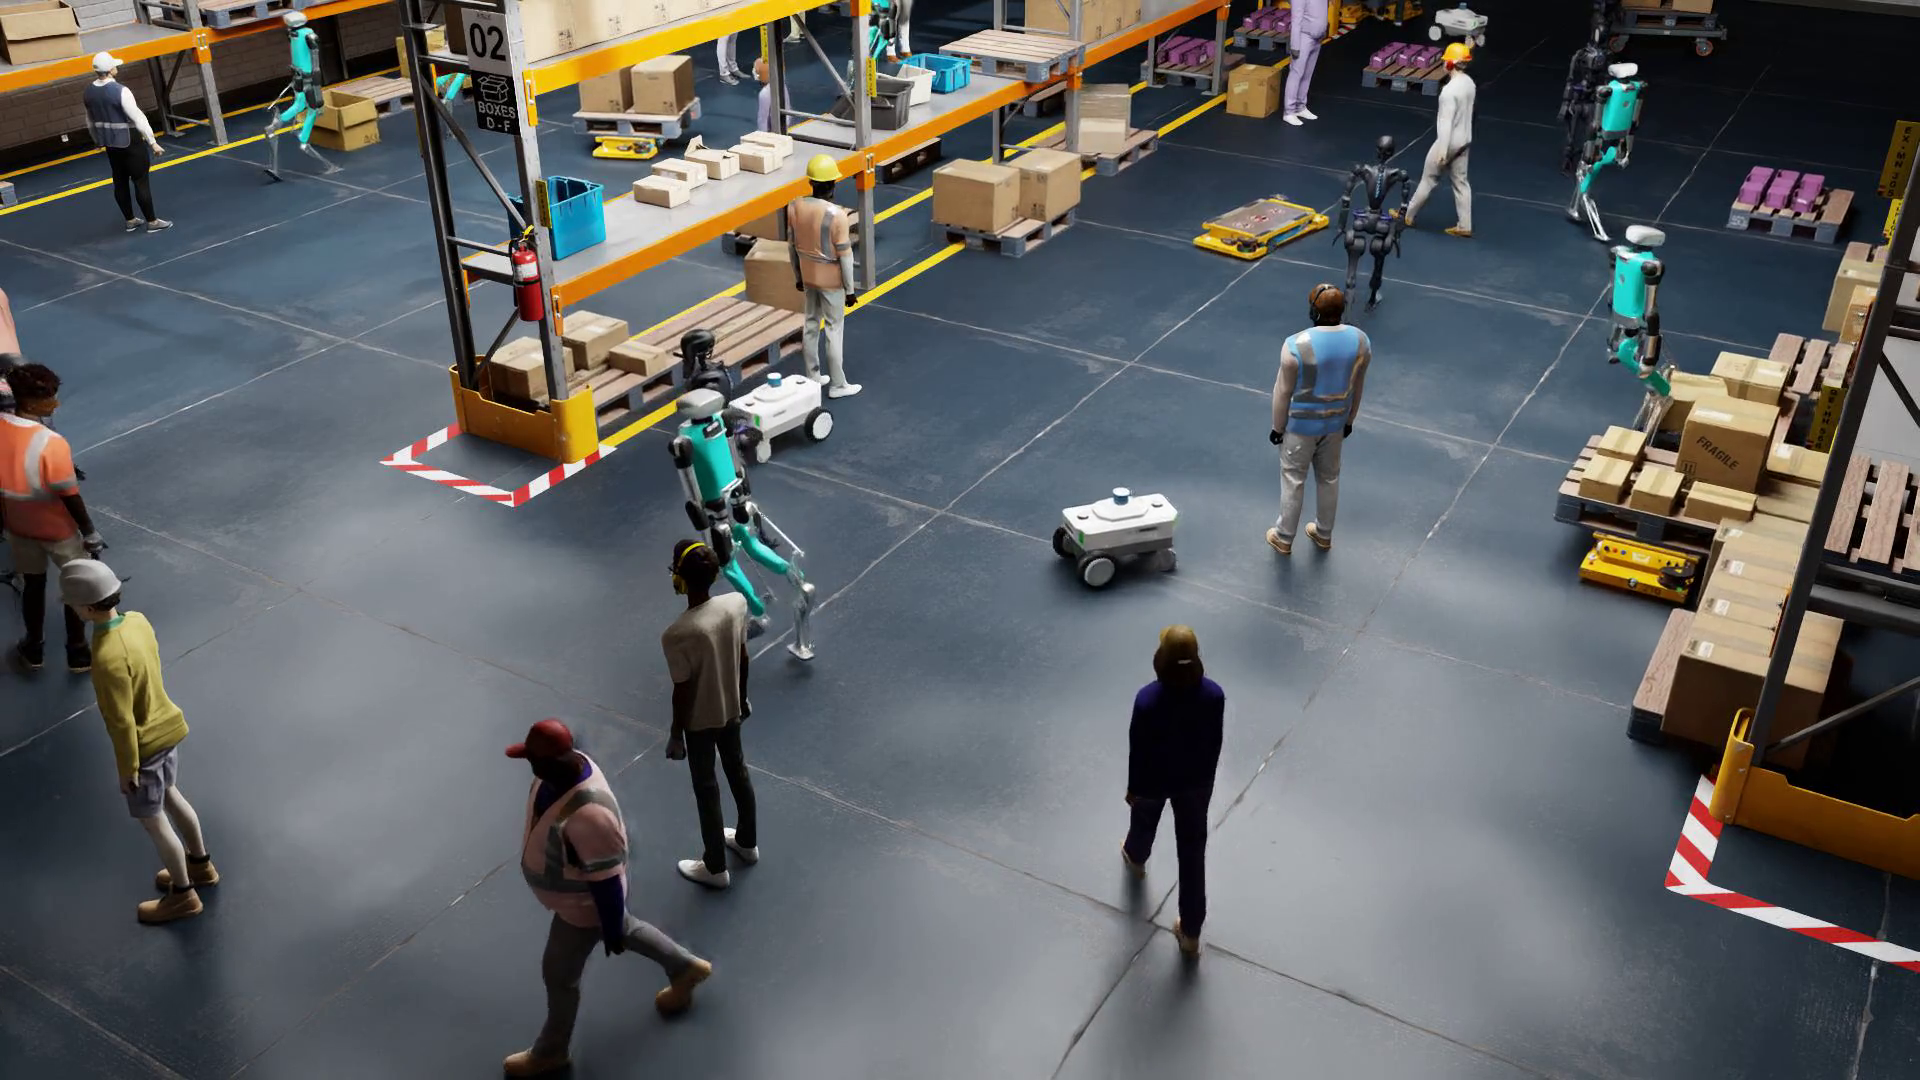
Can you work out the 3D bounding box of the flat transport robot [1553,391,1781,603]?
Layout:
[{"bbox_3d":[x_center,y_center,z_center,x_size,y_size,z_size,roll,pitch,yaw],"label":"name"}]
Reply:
[{"bbox_3d":[4.618,-0.050,11.030,0.659,0.231,1.431,16,33,27],"label":"flat transport robot"}]

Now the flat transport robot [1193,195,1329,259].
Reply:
[{"bbox_3d":[2.986,-3.089,16.406,0.659,0.231,1.431,24,37,36],"label":"flat transport robot"}]

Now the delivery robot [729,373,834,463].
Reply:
[{"bbox_3d":[-1.350,-0.958,12.328,0.499,0.577,0.757,23,37,35],"label":"delivery robot"}]

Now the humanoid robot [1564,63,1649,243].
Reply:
[{"bbox_3d":[6.208,-3.834,16.281,0.546,1.772,1.038,-8,31,-14],"label":"humanoid robot"}]

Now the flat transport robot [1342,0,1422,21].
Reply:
[{"bbox_3d":[6.242,-8.140,25.341,1.431,0.231,0.659,23,37,34],"label":"flat transport robot"}]

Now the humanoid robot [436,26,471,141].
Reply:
[{"bbox_3d":[-5.917,-5.463,19.208,0.561,1.856,0.831,21,36,33],"label":"humanoid robot"}]

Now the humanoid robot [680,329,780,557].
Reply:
[{"bbox_3d":[-1.499,-0.568,10.533,0.671,1.632,0.600,-9,31,-16],"label":"humanoid robot"}]

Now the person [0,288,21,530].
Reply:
[{"bbox_3d":[-6.336,-1.009,10.976,0.378,1.991,0.623,-6,30,-11],"label":"person"}]

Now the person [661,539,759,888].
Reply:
[{"bbox_3d":[-1.191,0.821,7.864,0.328,1.872,0.508,21,36,32],"label":"person"}]

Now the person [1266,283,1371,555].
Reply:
[{"bbox_3d":[2.277,-0.768,10.716,0.617,1.836,0.432,-10,31,-17],"label":"person"}]

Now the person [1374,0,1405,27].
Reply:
[{"bbox_3d":[6.424,-8.497,24.404,0.540,1.813,0.824,0,29,0],"label":"person"}]

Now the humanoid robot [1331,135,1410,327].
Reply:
[{"bbox_3d":[3.504,-2.653,14.252,0.592,1.621,0.804,8,30,14],"label":"humanoid robot"}]

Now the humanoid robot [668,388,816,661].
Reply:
[{"bbox_3d":[-1.115,0.038,9.438,0.957,1.755,0.542,13,32,22],"label":"humanoid robot"}]

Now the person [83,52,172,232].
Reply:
[{"bbox_3d":[-8.198,-3.884,16.298,0.750,1.758,0.429,7,30,12],"label":"person"}]

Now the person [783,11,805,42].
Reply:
[{"bbox_3d":[-2.384,-7.944,23.491,0.331,1.745,0.558,8,30,14],"label":"person"}]

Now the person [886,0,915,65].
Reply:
[{"bbox_3d":[-0.804,-7.409,22.355,0.634,1.936,0.353,-26,39,-38],"label":"person"}]

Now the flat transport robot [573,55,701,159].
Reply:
[{"bbox_3d":[-3.704,-4.701,19.258,0.659,0.231,1.431,4,30,7],"label":"flat transport robot"}]

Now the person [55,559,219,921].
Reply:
[{"bbox_3d":[-3.773,0.918,7.689,0.412,1.878,0.493,-4,30,-6],"label":"person"}]

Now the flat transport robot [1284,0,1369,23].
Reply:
[{"bbox_3d":[5.415,-8.043,25.170,1.431,0.231,0.659,16,33,27],"label":"flat transport robot"}]

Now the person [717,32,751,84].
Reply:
[{"bbox_3d":[-3.005,-6.911,21.459,0.417,1.952,0.488,11,31,19],"label":"person"}]

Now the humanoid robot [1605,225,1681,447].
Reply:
[{"bbox_3d":[4.947,-1.395,11.921,0.710,1.784,0.583,-7,30,-11],"label":"humanoid robot"}]

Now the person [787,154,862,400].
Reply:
[{"bbox_3d":[-1.045,-2.025,12.839,0.593,1.925,0.366,20,35,31],"label":"person"}]

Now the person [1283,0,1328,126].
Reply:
[{"bbox_3d":[4.139,-5.917,19.745,0.404,1.906,0.646,22,36,34],"label":"person"}]

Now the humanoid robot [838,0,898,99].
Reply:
[{"bbox_3d":[-1.194,-6.214,20.469,0.928,1.795,0.550,-26,38,-37],"label":"humanoid robot"}]

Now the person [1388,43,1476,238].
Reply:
[{"bbox_3d":[4.748,-3.918,16.272,0.584,1.855,0.877,-24,38,-36],"label":"person"}]

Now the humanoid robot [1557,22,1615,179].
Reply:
[{"bbox_3d":[6.672,-4.733,17.879,0.583,1.641,0.421,-10,31,-17],"label":"humanoid robot"}]

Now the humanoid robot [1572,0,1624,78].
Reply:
[{"bbox_3d":[8.407,-6.941,21.809,0.626,1.624,0.592,23,37,35],"label":"humanoid robot"}]

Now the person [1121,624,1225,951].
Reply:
[{"bbox_3d":[0.993,1.083,7.690,0.474,1.576,0.861,-4,30,-8],"label":"person"}]

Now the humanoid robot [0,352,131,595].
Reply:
[{"bbox_3d":[-5.713,-0.399,10.266,0.746,1.637,0.585,-3,30,-6],"label":"humanoid robot"}]

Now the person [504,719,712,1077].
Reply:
[{"bbox_3d":[-1.519,1.437,6.944,0.918,1.709,0.593,-12,32,-20],"label":"person"}]

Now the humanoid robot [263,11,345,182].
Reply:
[{"bbox_3d":[-7.203,-4.673,17.752,0.530,1.781,1.000,24,37,36],"label":"humanoid robot"}]

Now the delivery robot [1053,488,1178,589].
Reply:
[{"bbox_3d":[1.008,-0.039,10.737,0.812,0.611,0.499,-9,31,-16],"label":"delivery robot"}]

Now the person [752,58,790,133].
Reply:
[{"bbox_3d":[-1.909,-4.123,16.879,0.506,1.598,0.579,1,30,2],"label":"person"}]

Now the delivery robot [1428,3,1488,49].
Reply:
[{"bbox_3d":[7.075,-7.297,23.558,0.499,0.593,0.789,-22,36,-34],"label":"delivery robot"}]

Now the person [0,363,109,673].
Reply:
[{"bbox_3d":[-5.258,-0.107,9.452,0.768,1.922,0.431,10,31,17],"label":"person"}]
